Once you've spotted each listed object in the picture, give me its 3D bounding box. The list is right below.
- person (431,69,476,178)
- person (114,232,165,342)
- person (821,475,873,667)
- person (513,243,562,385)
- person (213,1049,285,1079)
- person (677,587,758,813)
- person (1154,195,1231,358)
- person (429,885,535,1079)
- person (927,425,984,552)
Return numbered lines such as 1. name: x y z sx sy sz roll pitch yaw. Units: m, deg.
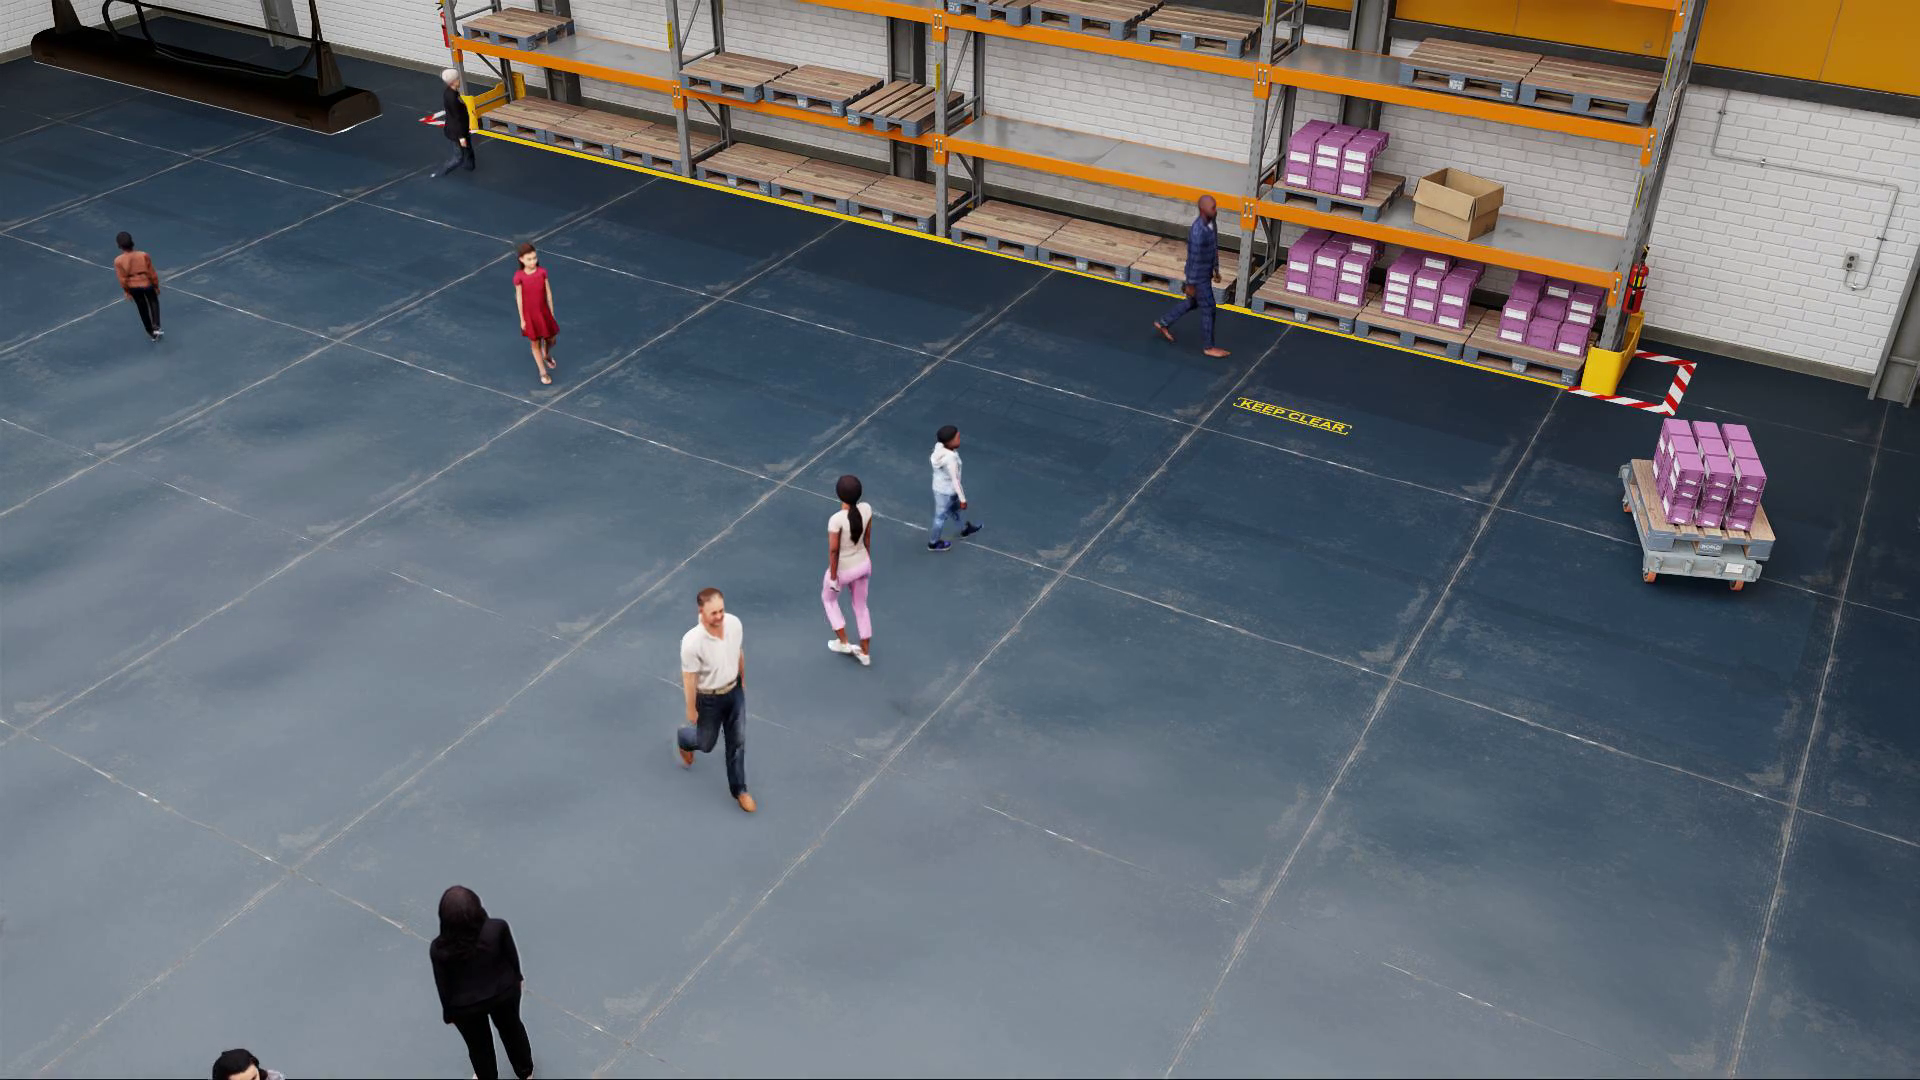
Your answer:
1. person: -6.838 -5.433 22.331 1.117 1.773 1.127 -8 34 -12
2. person: -8.913 -2.739 18.087 0.617 1.250 0.649 -15 36 -21
3. person: -0.815 0.280 13.115 0.698 1.727 0.742 -24 41 -32
4. person: -4.441 -2.392 17.303 0.732 1.542 0.836 -19 38 -26
5. person: -3.687 3.214 8.724 0.817 1.702 1.078 -27 42 -34
6. person: -1.783 1.058 11.847 0.898 1.834 1.159 -26 41 -33
7. person: 2.494 -2.852 17.769 1.168 1.792 0.768 12 35 17
8. person: -2.774 2.644 9.660 0.757 1.615 0.769 -21 39 -28
9. person: -0.181 -0.442 14.642 0.840 1.238 0.789 -10 35 -14
